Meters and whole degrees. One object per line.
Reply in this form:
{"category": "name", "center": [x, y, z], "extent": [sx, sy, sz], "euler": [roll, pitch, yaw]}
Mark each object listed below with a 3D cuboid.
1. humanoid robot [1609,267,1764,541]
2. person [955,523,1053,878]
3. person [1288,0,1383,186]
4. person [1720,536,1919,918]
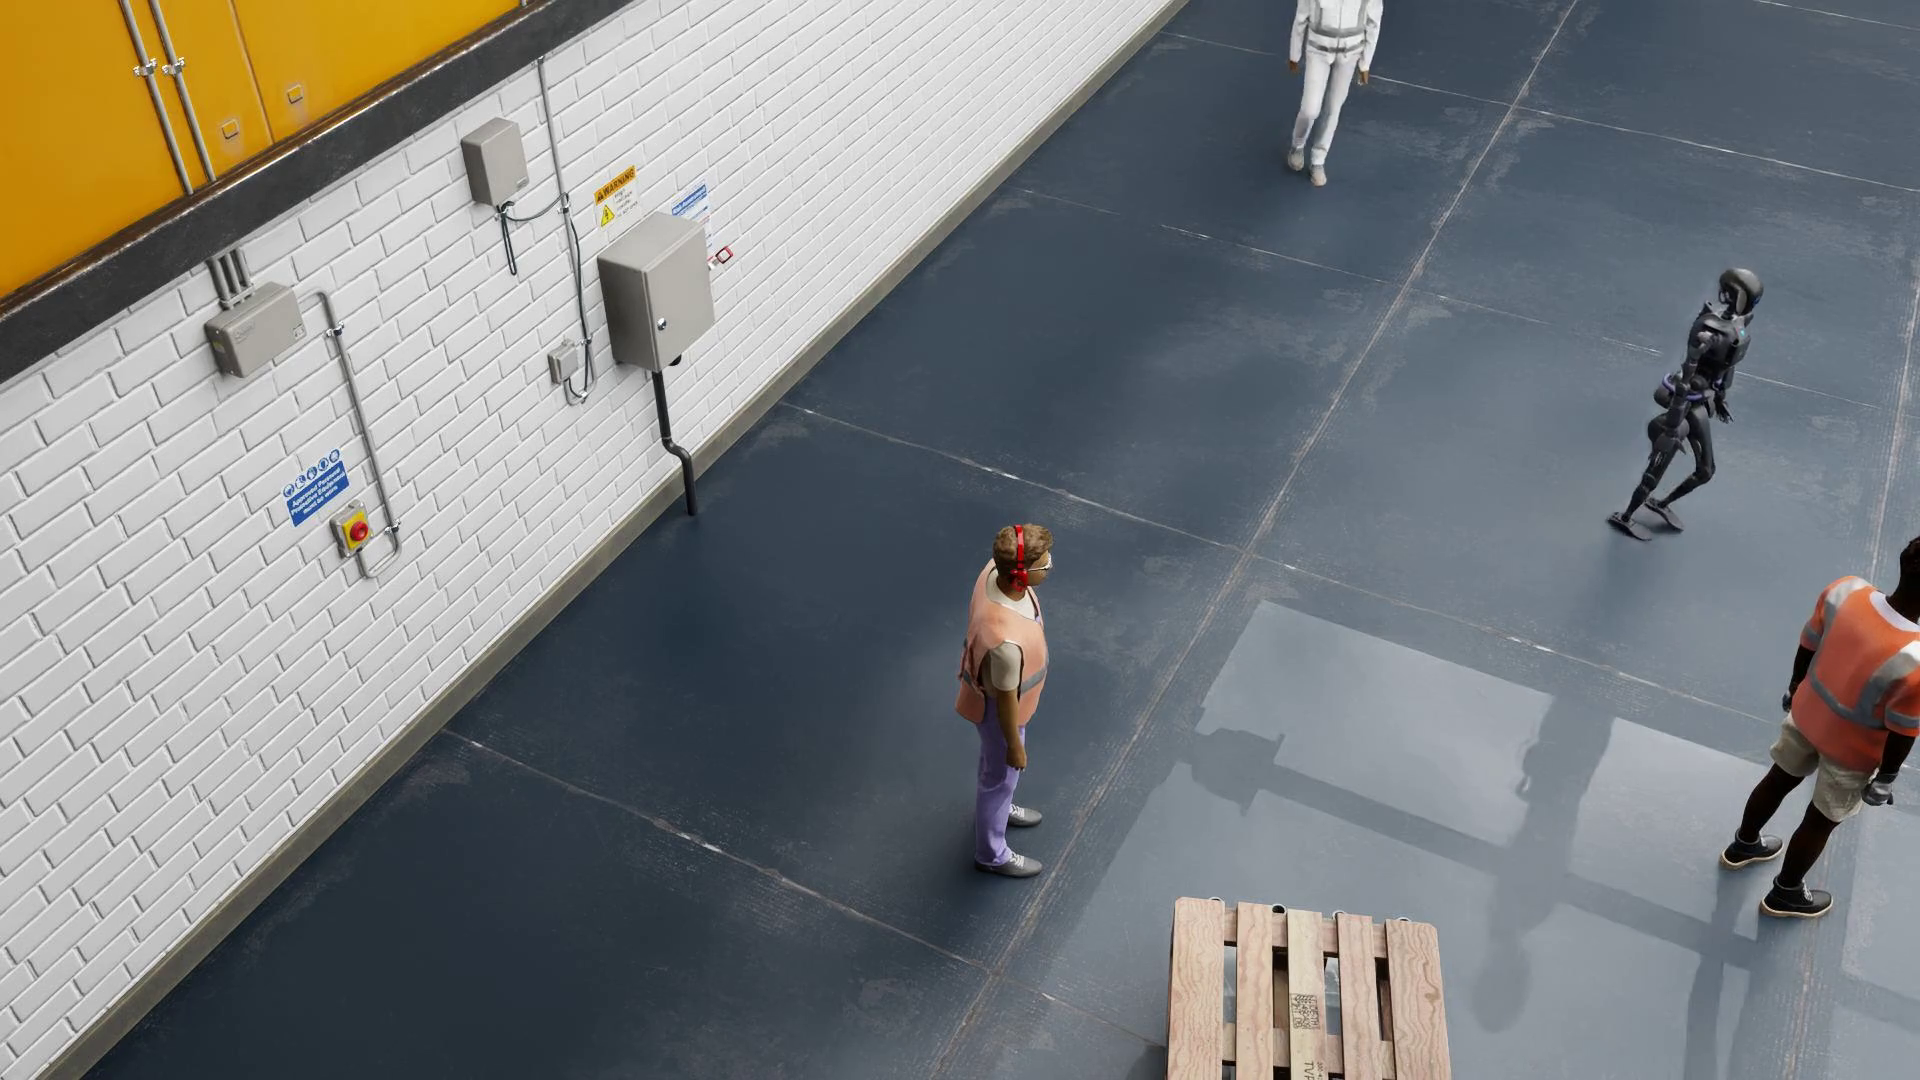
{"category": "humanoid robot", "center": [3.748, -0.678, 8.541], "extent": [0.590, 1.647, 0.410], "euler": [-30, 49, -30]}
{"category": "person", "center": [0.175, 0.666, 6.867], "extent": [0.388, 1.839, 0.559], "euler": [1, 41, 1]}
{"category": "person", "center": [2.569, -3.328, 11.477], "extent": [0.570, 1.870, 0.427], "euler": [2, 41, 3]}
{"category": "person", "center": [3.549, 0.751, 6.670], "extent": [0.364, 1.961, 0.611], "euler": [-10, 42, -12]}
